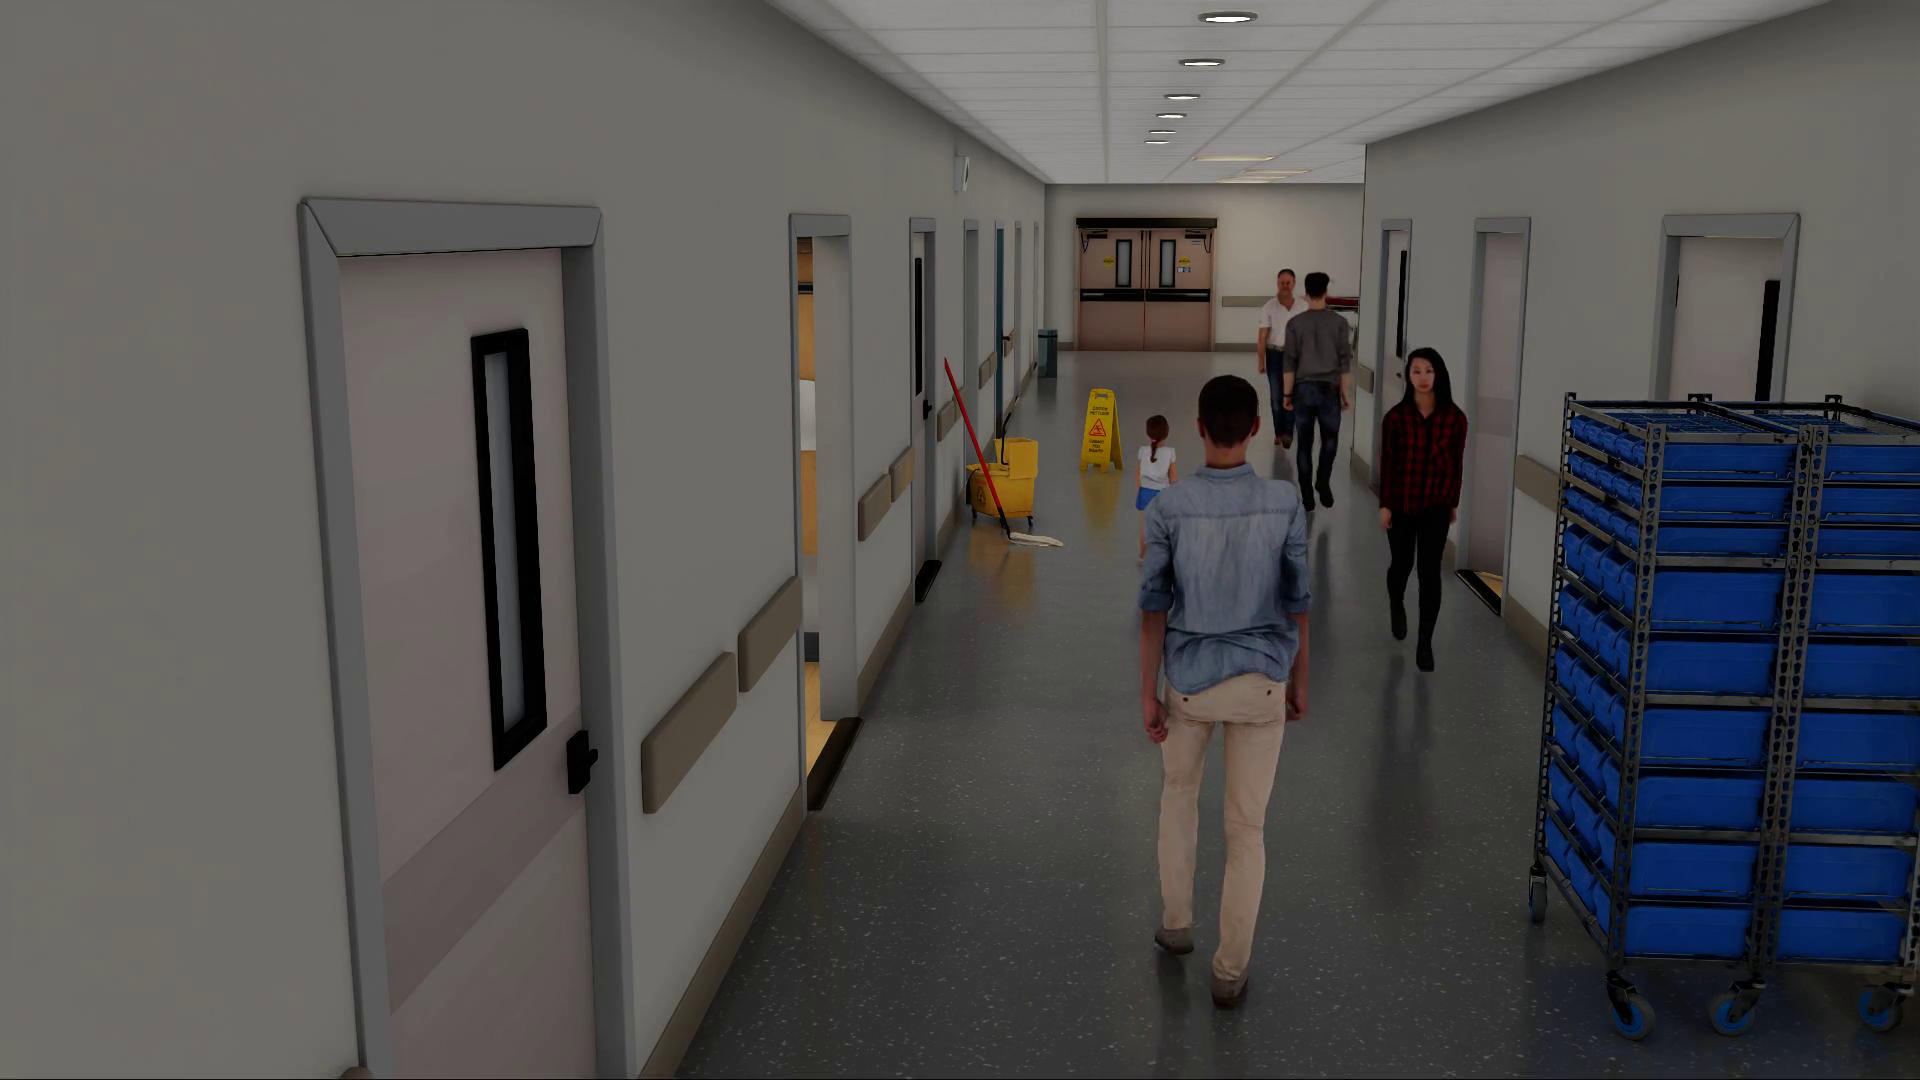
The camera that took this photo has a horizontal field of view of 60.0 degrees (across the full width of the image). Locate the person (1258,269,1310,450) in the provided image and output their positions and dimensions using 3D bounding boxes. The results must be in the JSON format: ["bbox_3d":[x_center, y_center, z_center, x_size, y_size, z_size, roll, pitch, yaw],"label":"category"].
[{"bbox_3d":[3.297,-1.813,16.891,0.787,1.796,1.275,3,11,13],"label":"person"}]

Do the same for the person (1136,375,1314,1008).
[{"bbox_3d":[0.767,0.458,4.825,0.704,1.832,0.717,3,11,13],"label":"person"}]

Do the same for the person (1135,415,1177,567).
[{"bbox_3d":[1.311,-0.332,11.173,0.434,1.018,0.436,2,11,11],"label":"person"}]

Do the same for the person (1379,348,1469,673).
[{"bbox_3d":[2.370,-0.168,8.699,0.605,1.617,1.063,2,11,8],"label":"person"}]

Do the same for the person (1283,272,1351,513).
[{"bbox_3d":[2.798,-1.137,13.066,0.769,1.893,0.878,3,11,15],"label":"person"}]
